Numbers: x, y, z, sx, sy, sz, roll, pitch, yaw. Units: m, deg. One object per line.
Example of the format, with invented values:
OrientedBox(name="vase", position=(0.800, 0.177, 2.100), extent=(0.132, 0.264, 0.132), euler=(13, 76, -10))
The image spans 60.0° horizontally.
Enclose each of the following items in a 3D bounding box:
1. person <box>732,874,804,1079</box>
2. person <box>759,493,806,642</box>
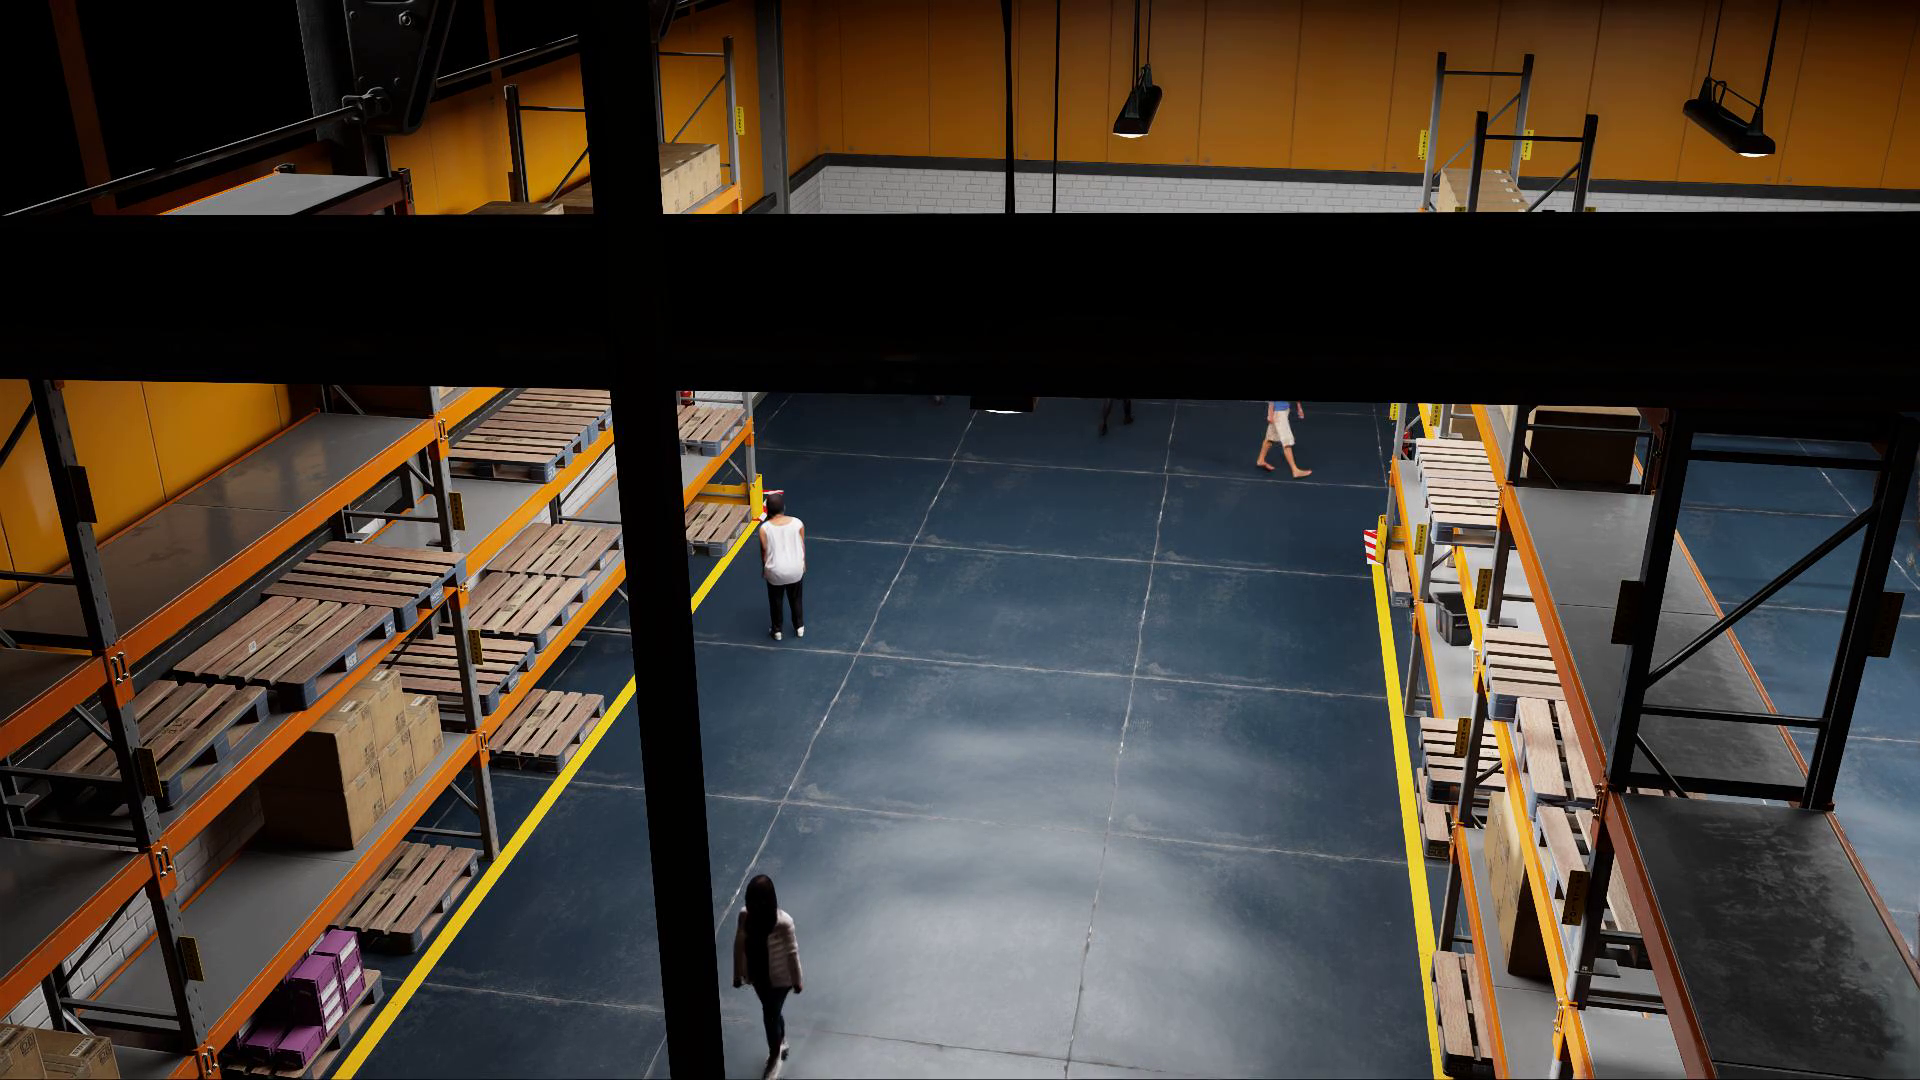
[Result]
OrientedBox(name="person", position=(-1.330, 3.057, 11.913), extent=(0.734, 1.626, 0.764), euler=(11, 26, 23))
OrientedBox(name="person", position=(-1.941, 0.281, 18.186), extent=(0.752, 1.688, 0.761), euler=(-6, 24, -14))
